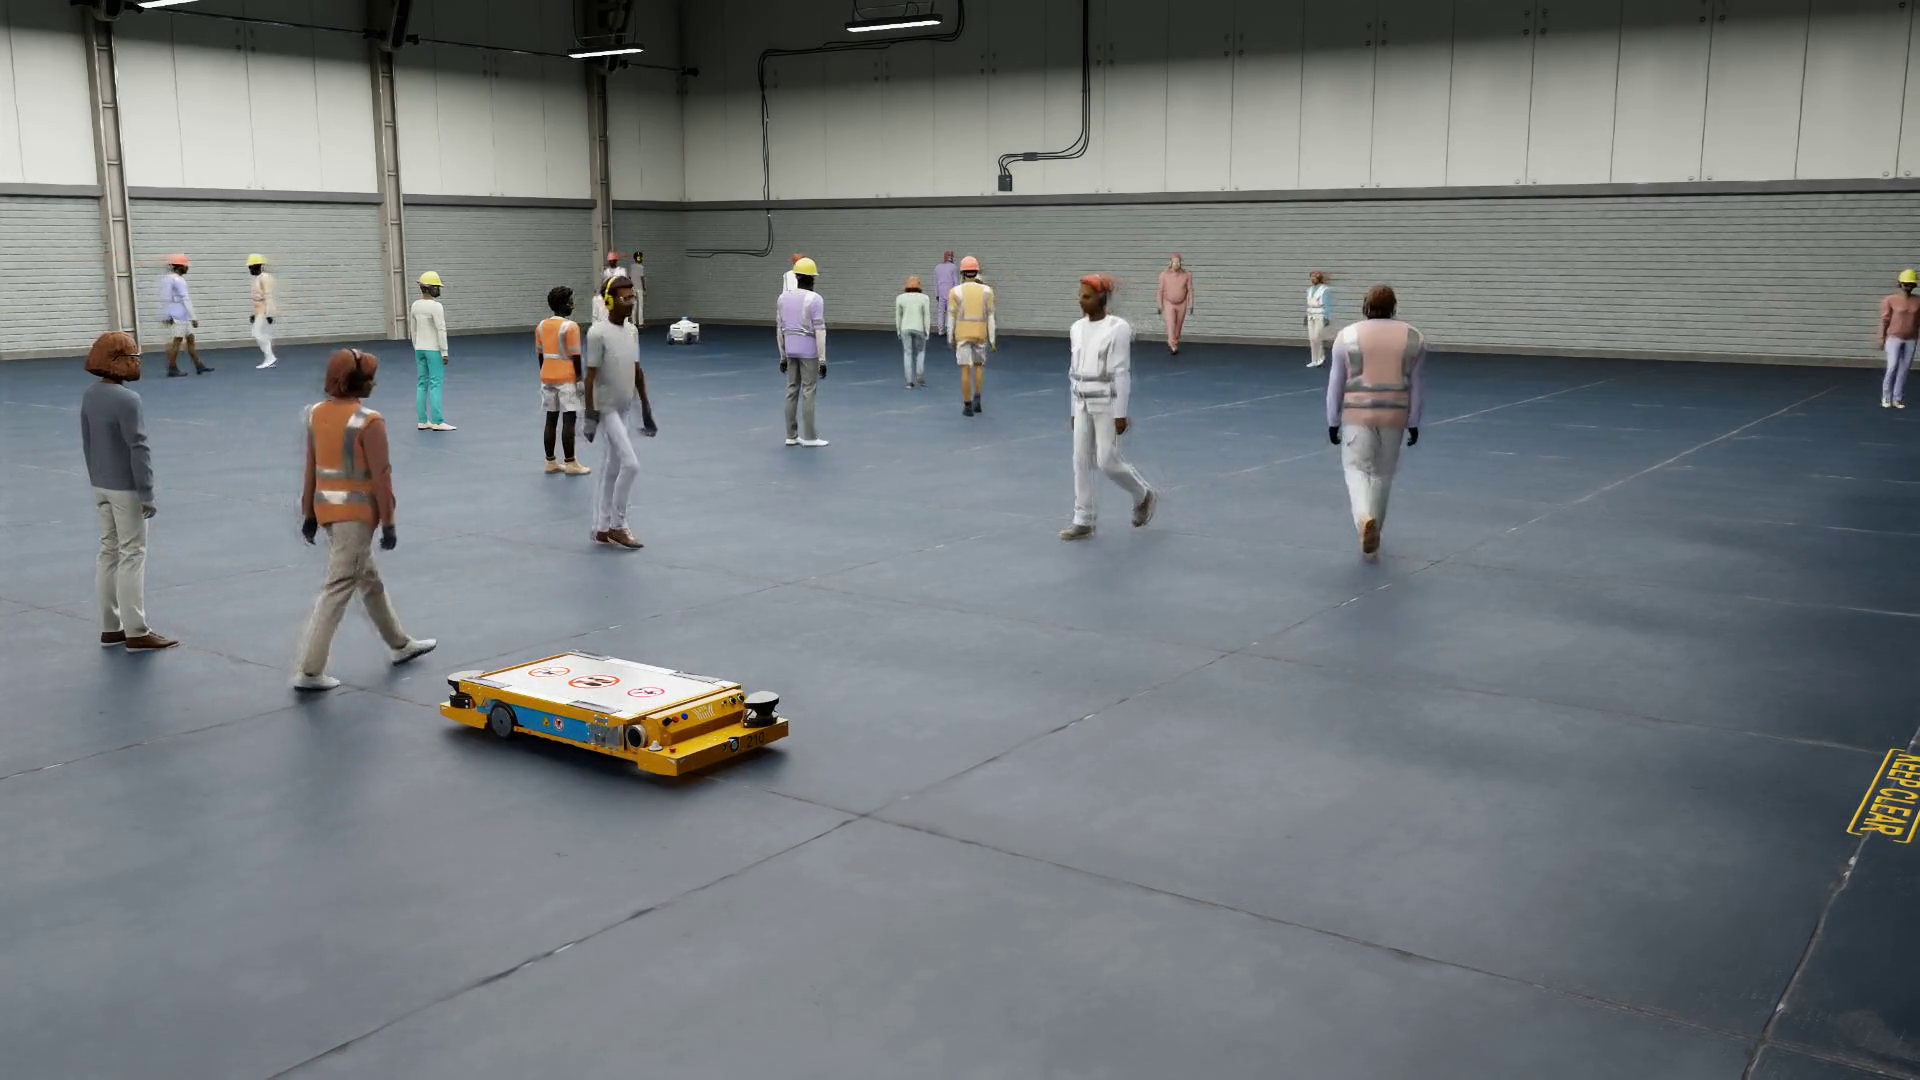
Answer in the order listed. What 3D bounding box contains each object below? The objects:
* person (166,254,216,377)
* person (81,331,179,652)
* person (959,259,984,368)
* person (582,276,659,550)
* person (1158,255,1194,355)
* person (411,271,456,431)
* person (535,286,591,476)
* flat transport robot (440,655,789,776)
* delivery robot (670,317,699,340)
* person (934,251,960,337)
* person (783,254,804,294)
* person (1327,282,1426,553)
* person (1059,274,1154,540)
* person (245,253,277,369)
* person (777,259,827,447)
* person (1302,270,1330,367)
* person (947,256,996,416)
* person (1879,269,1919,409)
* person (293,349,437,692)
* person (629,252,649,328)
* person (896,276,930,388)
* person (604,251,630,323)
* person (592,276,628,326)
[{"bbox_3d":[-12.057,-3.510,26.024,0.872,1.903,0.579,-8,13,-39],"label":"person"},{"bbox_3d":[-4.285,-0.248,8.516,0.504,1.632,0.269,7,12,36],"label":"person"},{"bbox_3d":[0.170,-3.727,27.487,0.436,1.823,0.668,-3,11,-15],"label":"person"},{"bbox_3d":[-2.287,-0.858,11.320,0.622,1.855,0.502,3,11,17],"label":"person"},{"bbox_3d":[4.058,-4.418,31.267,0.659,1.860,0.980,0,10,-2],"label":"person"},{"bbox_3d":[-5.870,-2.094,18.492,0.530,1.765,0.325,7,12,36],"label":"person"},{"bbox_3d":[-3.574,-1.426,14.932,0.539,1.698,0.319,7,12,36],"label":"person"},{"bbox_3d":[-1.478,0.700,7.023,1.431,0.197,0.652,7,12,35],"label":"flat transport robot"},{"bbox_3d":[-5.657,-4.336,34.176,0.477,0.478,0.707,4,11,19],"label":"delivery robot"},{"bbox_3d":[-0.257,-5.465,36.987,0.648,1.904,0.401,7,12,36],"label":"person"},{"bbox_3d":[-2.896,-4.154,29.698,0.581,1.882,0.339,7,12,36],"label":"person"},{"bbox_3d":[2.783,-0.806,11.135,0.631,1.821,0.770,1,10,3],"label":"person"},{"bbox_3d":[1.030,-0.935,11.722,0.676,1.869,0.579,-8,13,-37],"label":"person"},{"bbox_3d":[-11.604,-3.783,27.560,0.425,1.911,0.589,-8,13,-36],"label":"person"},{"bbox_3d":[-1.603,-1.912,17.069,0.622,1.916,0.425,7,12,34],"label":"person"},{"bbox_3d":[5.956,-3.703,27.891,0.381,1.623,0.537,-6,12,-29],"label":"person"},{"bbox_3d":[0.126,-2.467,20.151,0.589,1.914,0.603,-2,10,-11],"label":"person"},{"bbox_3d":[11.854,-2.509,20.862,0.530,1.755,0.489,1,10,6],"label":"person"},{"bbox_3d":[-2.853,-0.108,7.858,0.520,1.581,0.879,7,12,33],"label":"person"},{"bbox_3d":[-7.908,-6.137,40.859,0.526,1.864,0.315,7,12,36],"label":"person"},{"bbox_3d":[-0.679,-3.023,24.122,0.515,1.596,0.683,1,10,5],"label":"person"},{"bbox_3d":[-7.642,-5.483,37.094,0.554,1.904,0.932,3,11,16],"label":"person"},{"bbox_3d":[-4.842,-2.832,23.001,0.523,1.617,0.340,0,10,3],"label":"person"}]
